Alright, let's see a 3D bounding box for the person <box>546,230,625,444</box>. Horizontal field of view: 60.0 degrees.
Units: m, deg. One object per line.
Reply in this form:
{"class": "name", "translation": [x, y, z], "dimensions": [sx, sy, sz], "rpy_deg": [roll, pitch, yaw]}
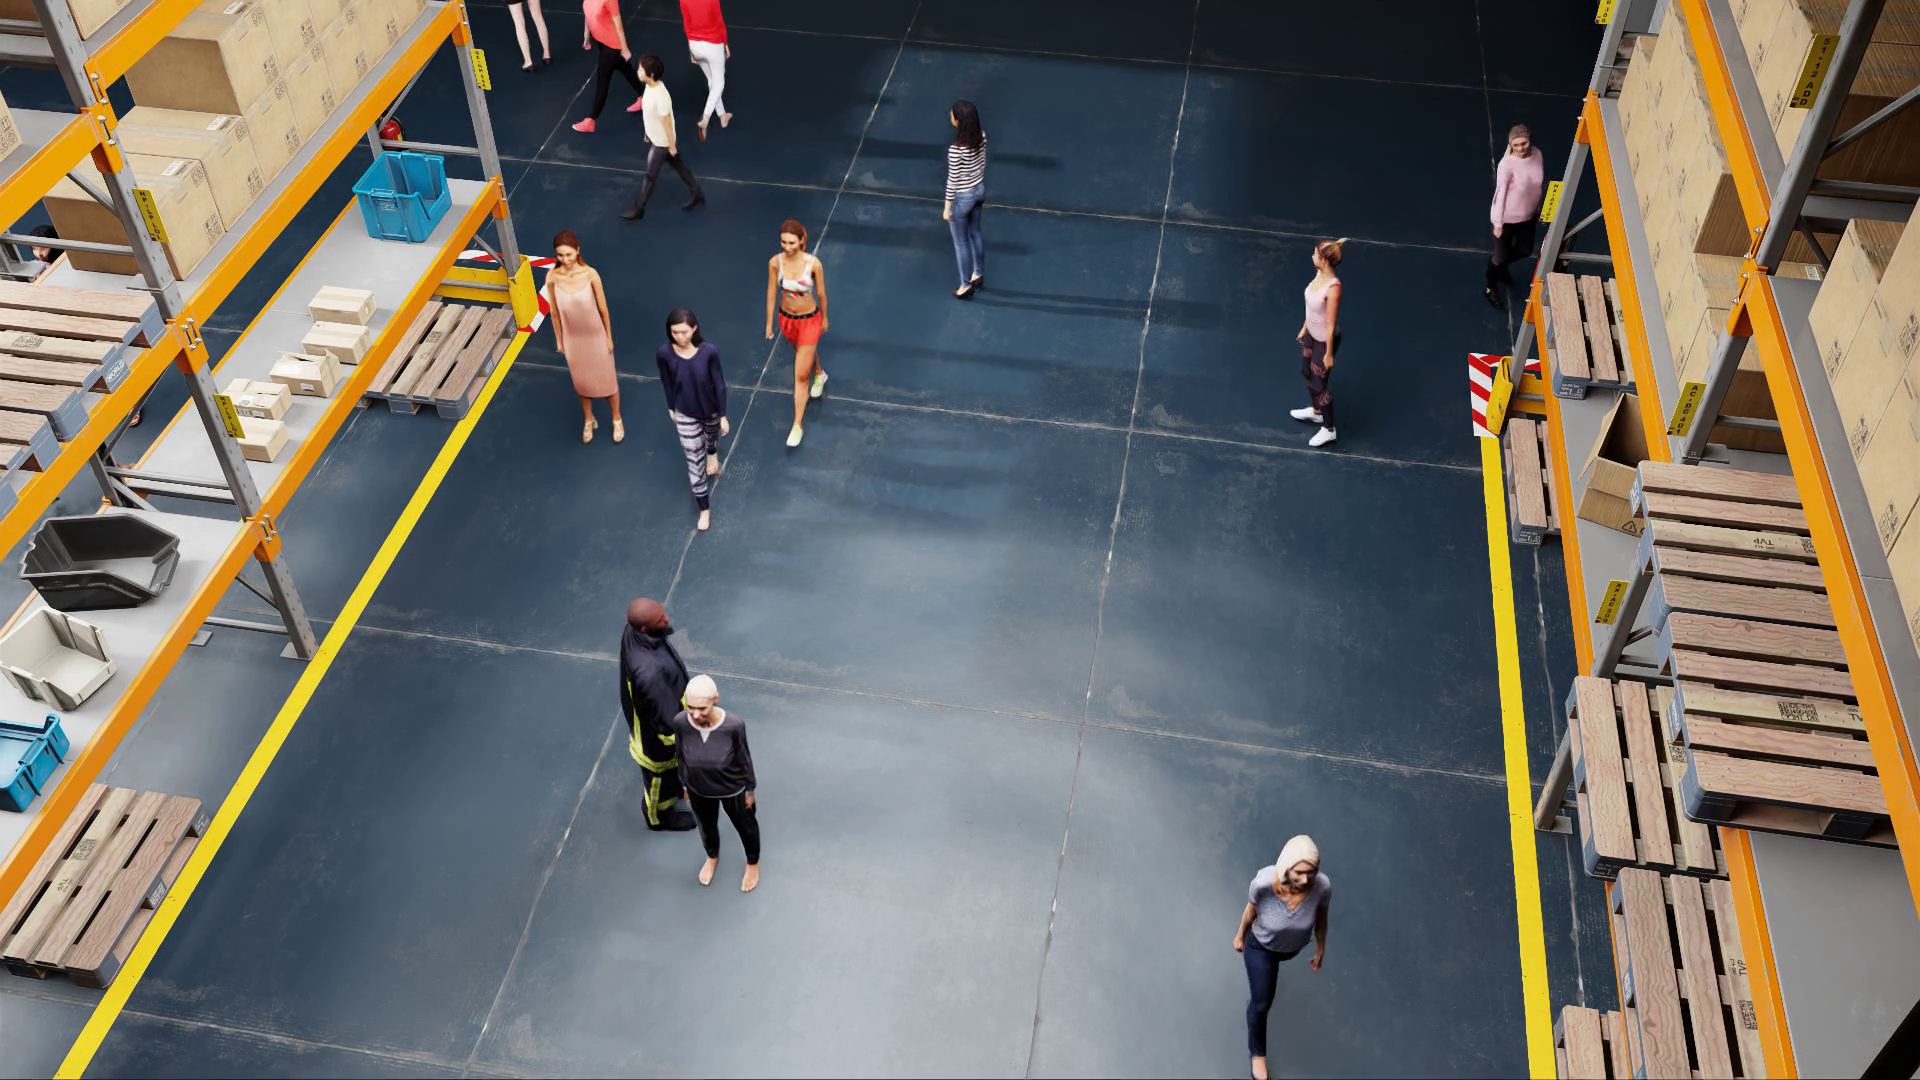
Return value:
{"class": "person", "translation": [-2.759, -1.499, 12.272], "dimensions": [0.610, 1.832, 0.574], "rpy_deg": [-1, 44, -1]}

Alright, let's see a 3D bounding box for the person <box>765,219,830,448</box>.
{"class": "person", "translation": [-1.187, -1.674, 12.523], "dimensions": [0.605, 1.740, 1.148], "rpy_deg": [8, 44, 9]}

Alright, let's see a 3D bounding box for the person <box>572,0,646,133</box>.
{"class": "person", "translation": [-3.244, -4.716, 15.793], "dimensions": [1.224, 1.634, 1.115], "rpy_deg": [-28, 50, -26]}

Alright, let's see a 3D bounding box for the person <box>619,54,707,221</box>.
{"class": "person", "translation": [-2.547, -3.526, 14.612], "dimensions": [0.936, 1.541, 1.048], "rpy_deg": [-12, 45, -12]}

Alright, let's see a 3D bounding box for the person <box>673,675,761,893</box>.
{"class": "person", "translation": [-1.357, 1.346, 9.363], "dimensions": [0.612, 1.726, 0.541], "rpy_deg": [3, 44, 3]}

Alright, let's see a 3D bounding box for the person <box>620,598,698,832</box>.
{"class": "person", "translation": [-1.778, 1.011, 9.640], "dimensions": [0.940, 1.829, 0.837], "rpy_deg": [-9, 44, -10]}

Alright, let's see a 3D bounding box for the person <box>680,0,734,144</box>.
{"class": "person", "translation": [-2.377, -4.528, 15.574], "dimensions": [0.568, 1.664, 0.957], "rpy_deg": [8, 44, 9]}

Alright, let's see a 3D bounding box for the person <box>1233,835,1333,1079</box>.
{"class": "person", "translation": [1.642, 2.014, 8.695], "dimensions": [0.771, 1.681, 1.168], "rpy_deg": [-4, 44, -4]}

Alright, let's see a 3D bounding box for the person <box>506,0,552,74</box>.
{"class": "person", "translation": [-4.375, -5.536, 16.513], "dimensions": [0.650, 1.830, 0.715], "rpy_deg": [-27, 50, -25]}

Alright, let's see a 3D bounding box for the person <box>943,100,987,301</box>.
{"class": "person", "translation": [0.054, -2.769, 13.636], "dimensions": [0.716, 1.791, 0.599], "rpy_deg": [27, 50, 26]}

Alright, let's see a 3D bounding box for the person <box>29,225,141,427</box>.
{"class": "person", "translation": [-6.559, -1.588, 12.439], "dimensions": [0.650, 1.733, 0.587], "rpy_deg": [-3, 44, -3]}

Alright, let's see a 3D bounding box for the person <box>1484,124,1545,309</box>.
{"class": "person", "translation": [4.528, -2.663, 13.620], "dimensions": [0.820, 1.660, 0.855], "rpy_deg": [-27, 50, -26]}

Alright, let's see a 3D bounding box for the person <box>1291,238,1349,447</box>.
{"class": "person", "translation": [2.743, -1.497, 12.417], "dimensions": [0.876, 1.632, 0.628], "rpy_deg": [-15, 46, -15]}

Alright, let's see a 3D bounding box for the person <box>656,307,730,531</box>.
{"class": "person", "translation": [-1.847, -0.983, 11.831], "dimensions": [0.812, 1.695, 1.152], "rpy_deg": [-3, 44, -3]}
